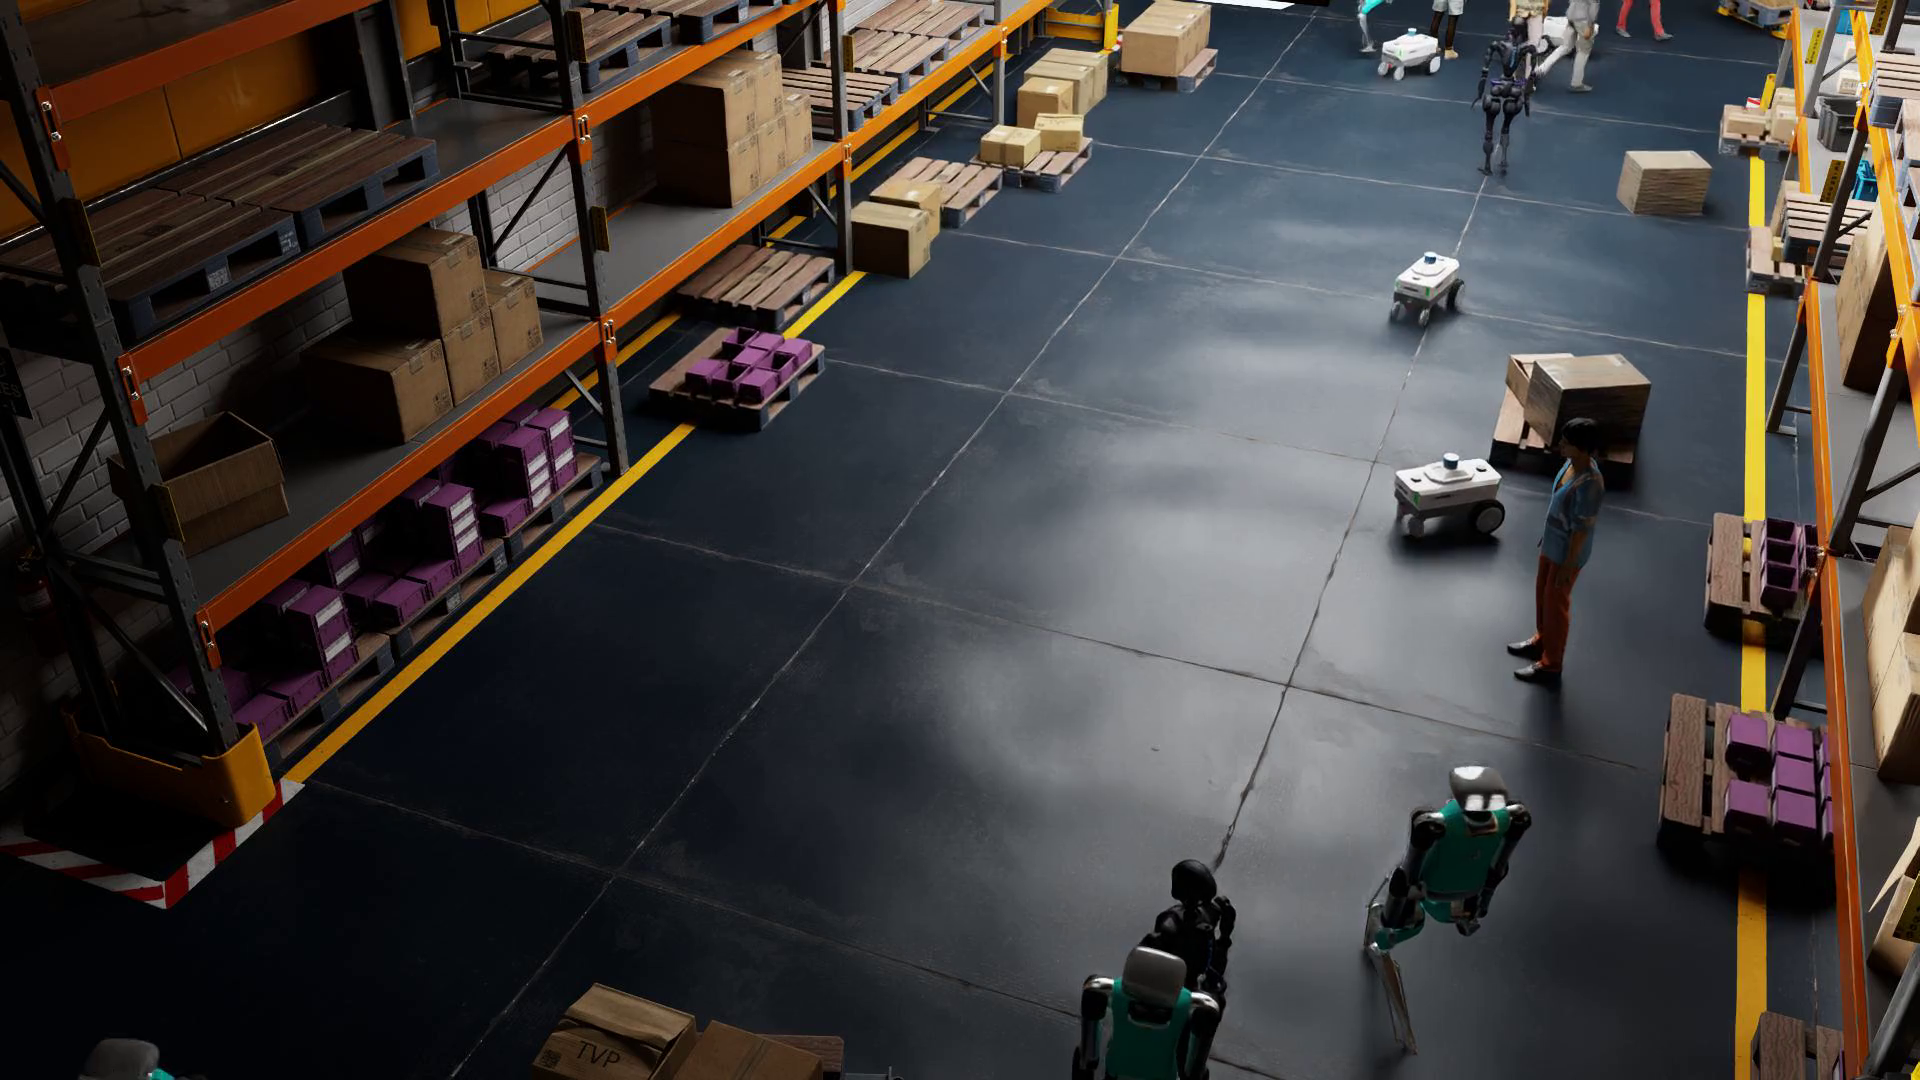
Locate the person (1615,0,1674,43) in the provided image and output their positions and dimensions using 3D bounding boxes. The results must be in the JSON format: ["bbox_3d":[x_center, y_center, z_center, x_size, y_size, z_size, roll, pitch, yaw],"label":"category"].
[{"bbox_3d":[9.022,-7.340,21.608,0.544,1.725,0.895,-14,35,-20],"label":"person"}]

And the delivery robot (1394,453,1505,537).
[{"bbox_3d":[3.481,-0.338,11.853,0.767,0.596,0.500,-9,34,-13],"label":"delivery robot"}]

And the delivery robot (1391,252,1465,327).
[{"bbox_3d":[4.172,-2.277,14.868,0.499,0.612,0.813,22,39,30],"label":"delivery robot"}]

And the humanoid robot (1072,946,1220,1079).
[{"bbox_3d":[0.672,2.417,6.493,0.550,1.786,0.672,5,33,8],"label":"humanoid robot"}]

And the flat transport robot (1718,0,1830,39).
[{"bbox_3d":[11.019,-7.073,22.539,0.659,0.231,1.431,-8,34,-13],"label":"flat transport robot"}]

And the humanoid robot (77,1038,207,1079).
[{"bbox_3d":[-2.970,2.659,6.136,0.551,1.736,1.032,-3,33,-5],"label":"humanoid robot"}]

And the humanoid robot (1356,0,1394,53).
[{"bbox_3d":[5.221,-6.970,21.018,0.902,1.722,0.539,-26,41,-34],"label":"humanoid robot"}]

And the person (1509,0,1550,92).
[{"bbox_3d":[6.817,-6.263,19.927,0.475,1.739,0.856,4,33,6],"label":"person"}]

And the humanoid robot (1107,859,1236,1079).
[{"bbox_3d":[0.901,2.005,7.190,0.589,1.656,0.407,-22,39,-30],"label":"humanoid robot"}]

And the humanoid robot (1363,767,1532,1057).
[{"bbox_3d":[2.139,1.549,7.871,0.556,1.754,1.010,-6,33,-9],"label":"humanoid robot"}]

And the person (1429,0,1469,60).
[{"bbox_3d":[6.222,-6.967,21.064,0.320,1.691,0.534,-22,39,-30],"label":"person"}]

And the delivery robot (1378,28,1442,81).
[{"bbox_3d":[5.598,-6.070,20.698,0.747,0.568,0.499,-20,38,-28],"label":"delivery robot"}]

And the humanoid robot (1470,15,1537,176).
[{"bbox_3d":[5.732,-4.684,17.552,0.613,1.649,0.333,4,33,6],"label":"humanoid robot"}]

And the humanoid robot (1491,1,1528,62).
[{"bbox_3d":[7.023,-6.805,20.833,0.620,1.637,0.599,2,33,3],"label":"humanoid robot"}]

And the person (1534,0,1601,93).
[{"bbox_3d":[7.307,-6.191,19.698,0.748,1.868,0.588,-8,34,-13],"label":"person"}]

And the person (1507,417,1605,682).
[{"bbox_3d":[3.668,0.055,10.136,0.322,1.755,0.509,3,33,5],"label":"person"}]

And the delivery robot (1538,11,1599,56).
[{"bbox_3d":[7.784,-6.502,21.381,0.743,0.585,0.510,23,39,31],"label":"delivery robot"}]
